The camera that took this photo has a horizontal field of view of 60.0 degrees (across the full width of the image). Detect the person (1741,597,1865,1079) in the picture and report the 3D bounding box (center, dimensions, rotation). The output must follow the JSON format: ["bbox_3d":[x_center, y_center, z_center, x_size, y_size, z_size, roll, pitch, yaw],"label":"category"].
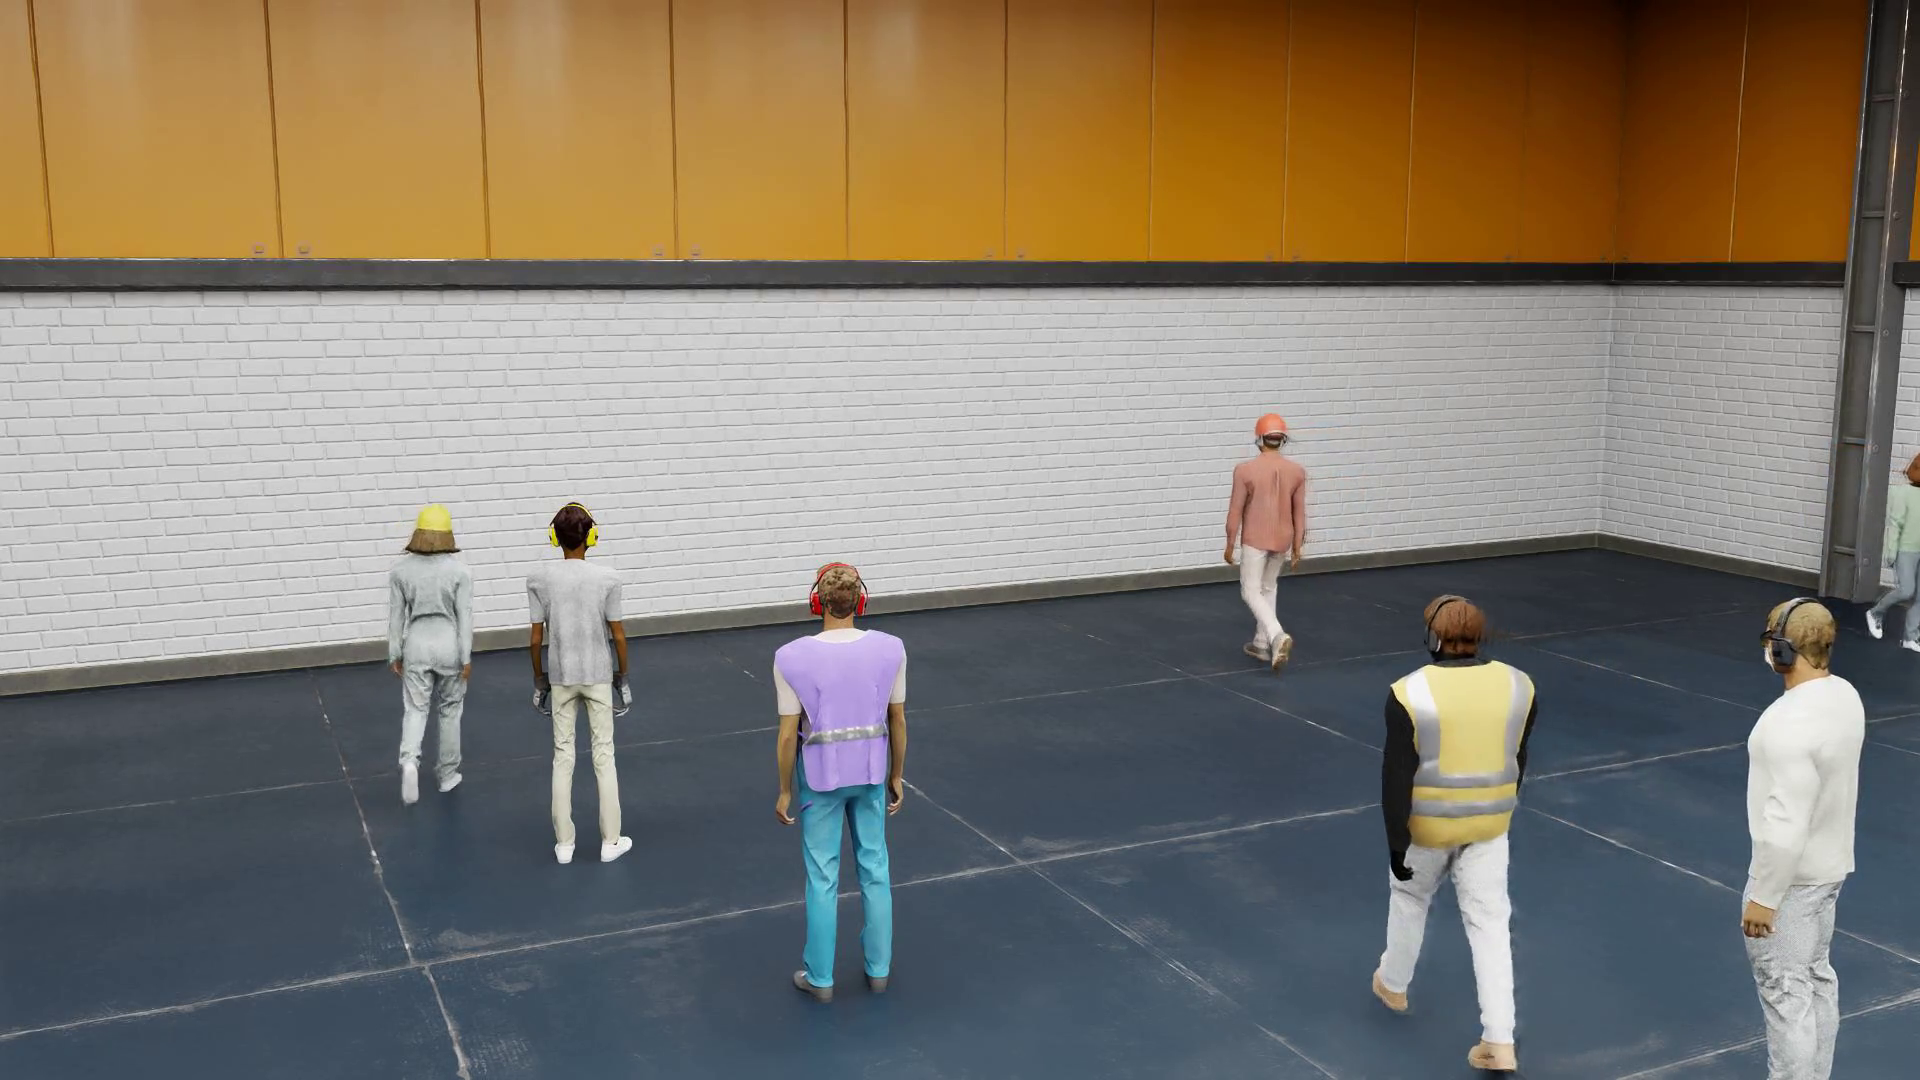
[{"bbox_3d":[2.869,1.153,5.732,0.356,1.936,0.639,9,12,43],"label":"person"}]

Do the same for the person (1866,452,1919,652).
[{"bbox_3d":[7.628,0.086,13.355,0.498,1.620,0.453,-2,9,-15],"label":"person"}]

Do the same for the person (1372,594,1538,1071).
[{"bbox_3d":[1.935,1.108,6.481,0.622,1.799,0.972,-1,9,-4],"label":"person"}]

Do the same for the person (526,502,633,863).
[{"bbox_3d":[-1.944,0.735,8.547,0.512,1.869,0.328,-1,9,-3],"label":"person"}]

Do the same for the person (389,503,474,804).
[{"bbox_3d":[-3.023,0.655,9.510,0.488,1.720,0.691,-1,9,-3],"label":"person"}]

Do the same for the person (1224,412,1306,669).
[{"bbox_3d":[2.378,0.009,12.753,0.614,1.967,0.841,-3,10,-19],"label":"person"}]

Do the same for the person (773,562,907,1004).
[{"bbox_3d":[-0.489,1.009,6.909,0.565,1.846,0.390,-4,10,-21],"label":"person"}]
